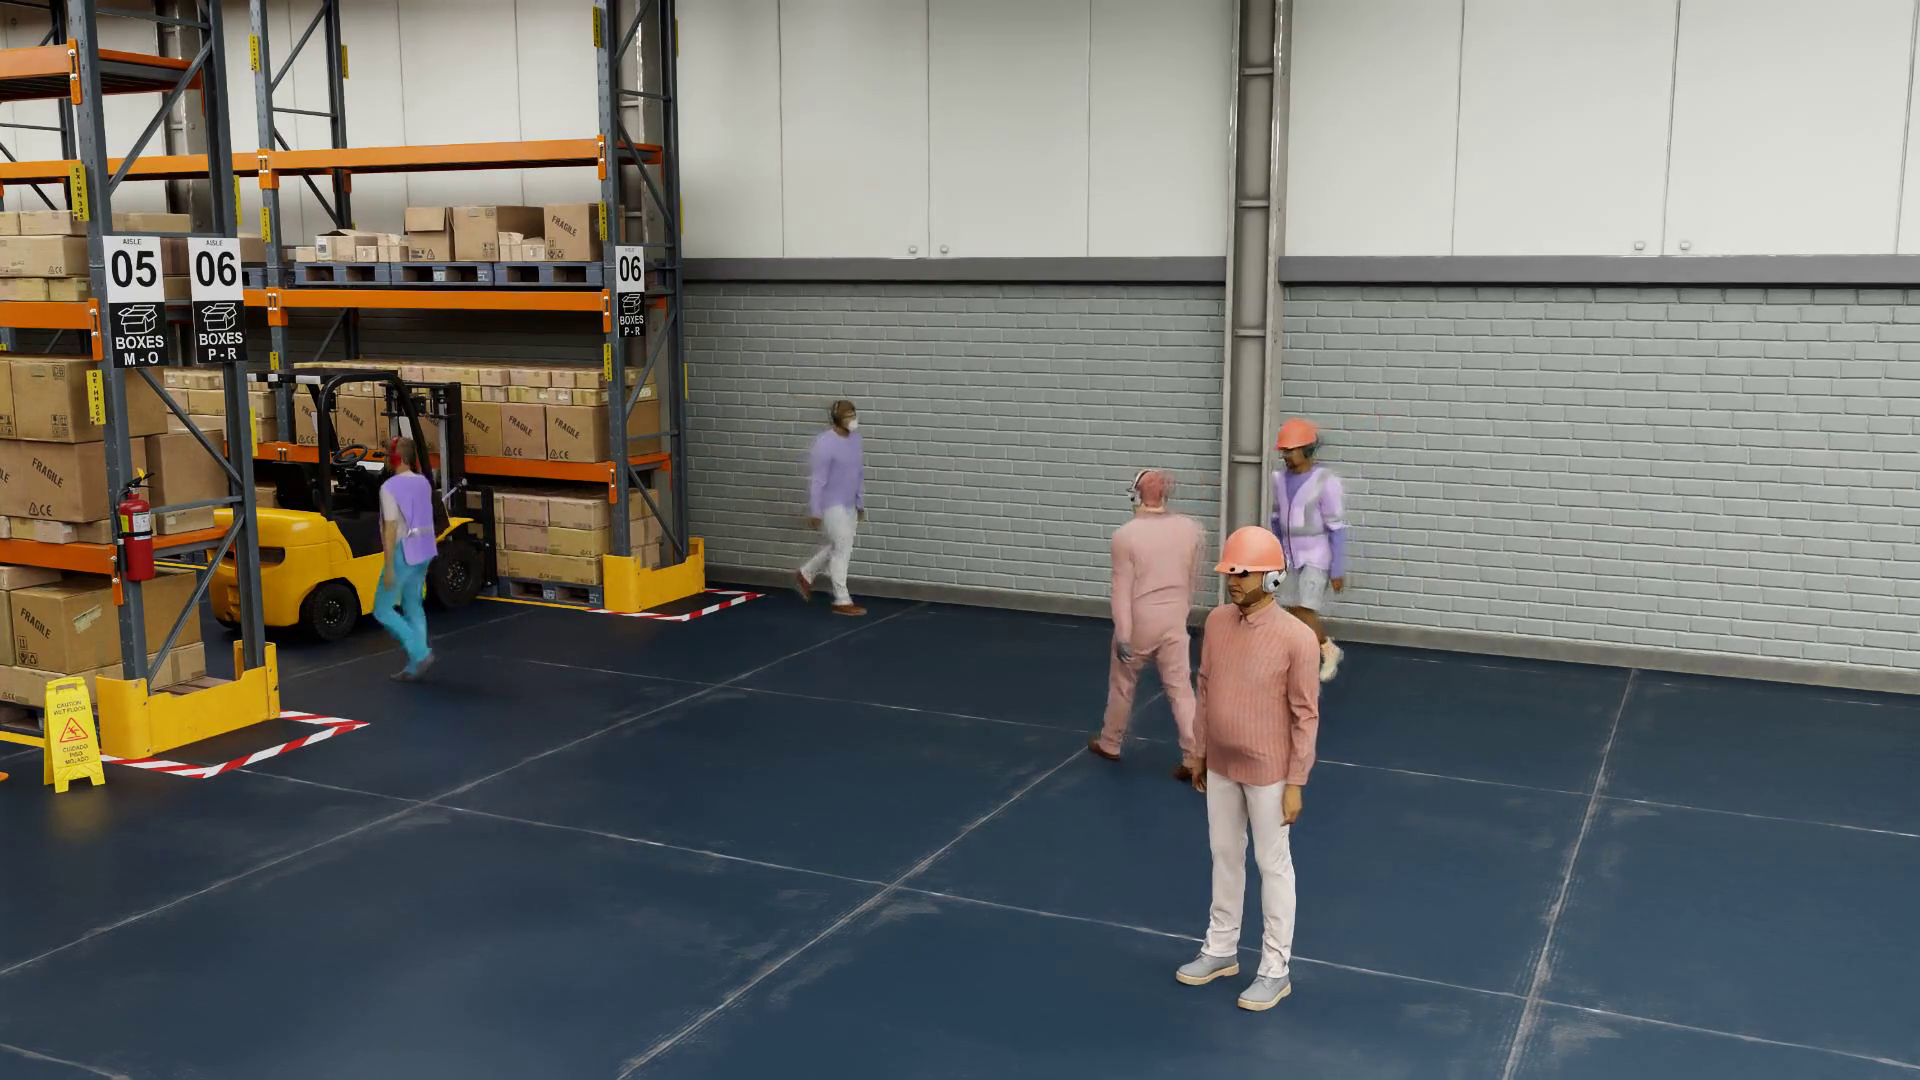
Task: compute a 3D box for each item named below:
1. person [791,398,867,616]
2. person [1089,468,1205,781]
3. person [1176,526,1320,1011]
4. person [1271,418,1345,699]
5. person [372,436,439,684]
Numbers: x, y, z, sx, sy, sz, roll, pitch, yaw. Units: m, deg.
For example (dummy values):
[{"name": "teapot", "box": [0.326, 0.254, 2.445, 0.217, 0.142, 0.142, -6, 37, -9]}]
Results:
[{"name": "person", "box": [-1.162, -0.302, 14.662, 0.760, 1.918, 0.638, 5, 10, 27]}, {"name": "person", "box": [1.163, 0.496, 9.969, 0.648, 1.859, 1.006, -4, 10, -26]}, {"name": "person", "box": [1.194, 0.927, 6.882, 0.377, 1.995, 0.608, -8, 12, -39]}, {"name": "person", "box": [2.472, 0.130, 11.718, 0.700, 2.012, 0.636, -5, 11, -30]}, {"name": "person", "box": [-4.034, 0.156, 12.093, 0.438, 1.830, 0.608, 2, 9, 12]}]
